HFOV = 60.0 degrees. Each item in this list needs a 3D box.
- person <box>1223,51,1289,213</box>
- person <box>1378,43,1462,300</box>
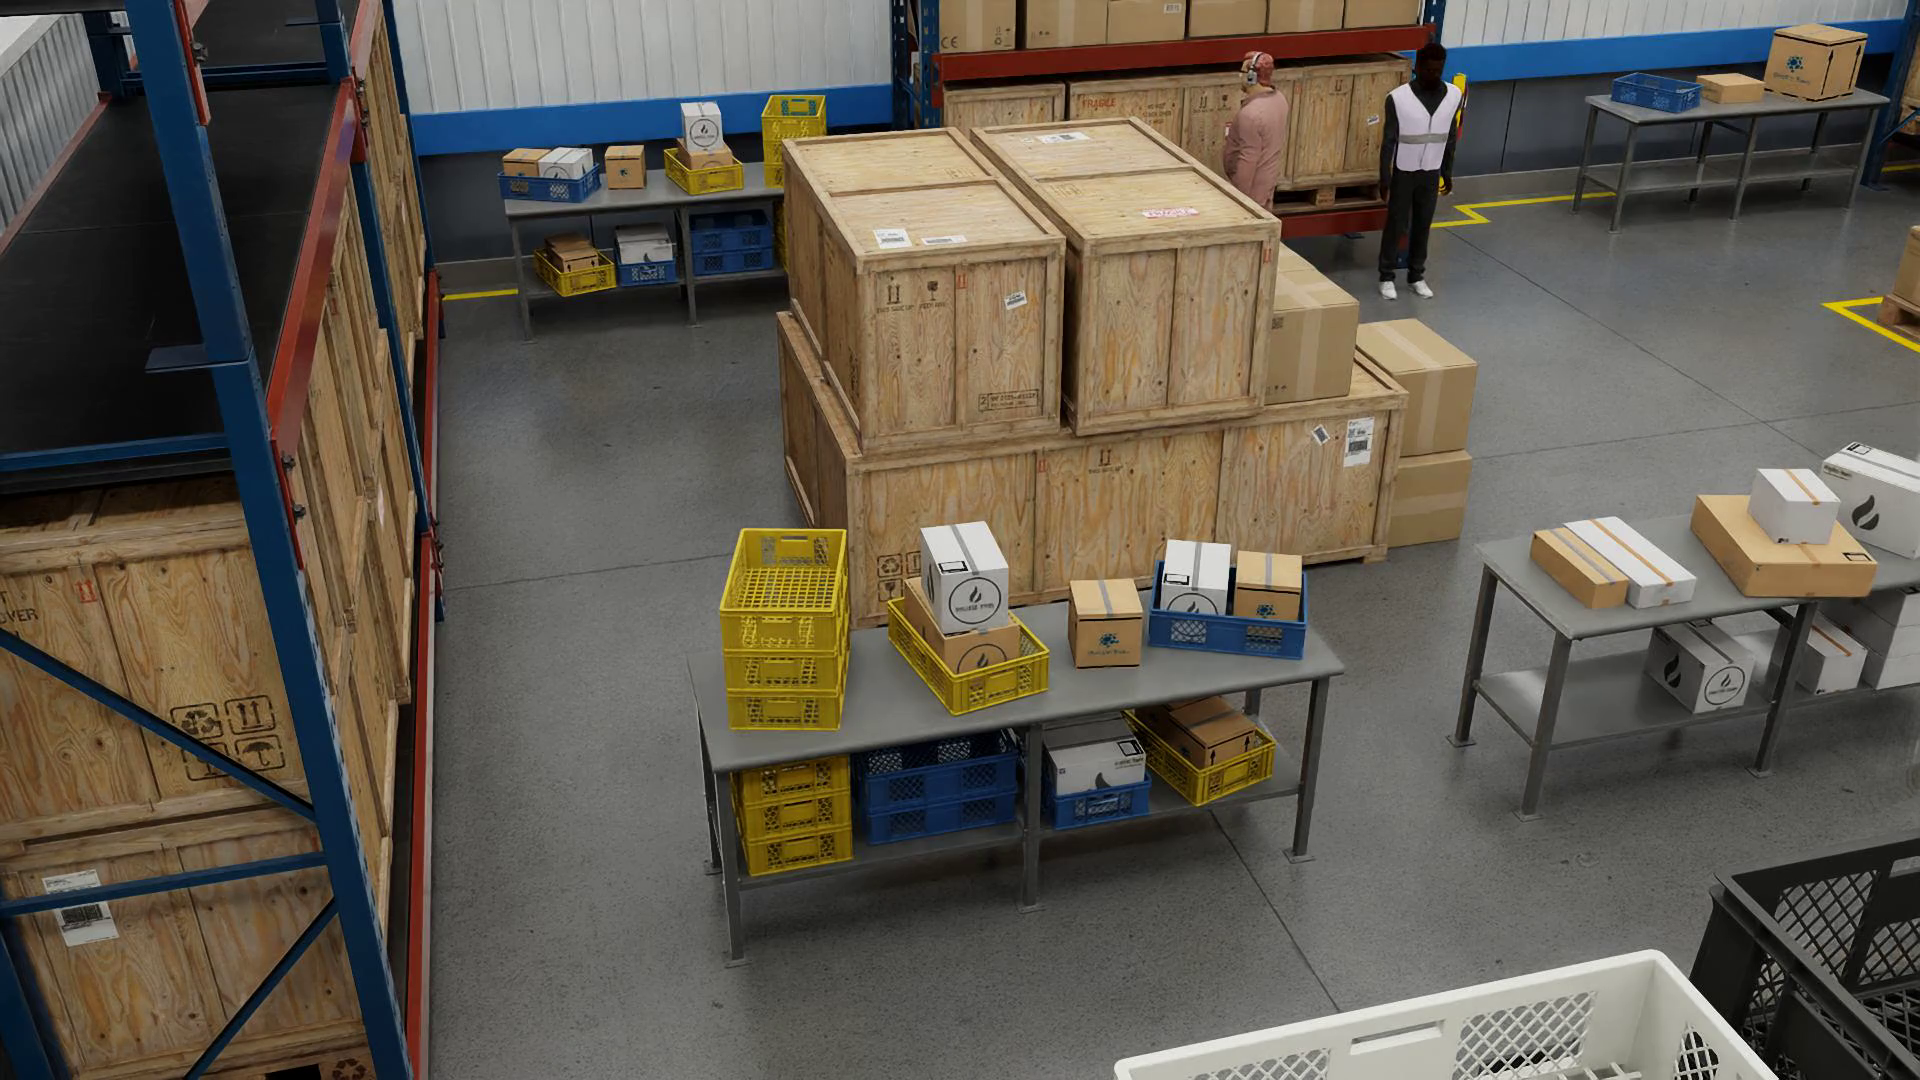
[{"bbox_3d":[2.093,-2.574,12.078,0.402,1.906,0.652,15,32,26],"label":"person"},{"bbox_3d":[3.387,-2.740,12.382,0.598,1.909,0.405,-7,30,-12],"label":"person"}]
